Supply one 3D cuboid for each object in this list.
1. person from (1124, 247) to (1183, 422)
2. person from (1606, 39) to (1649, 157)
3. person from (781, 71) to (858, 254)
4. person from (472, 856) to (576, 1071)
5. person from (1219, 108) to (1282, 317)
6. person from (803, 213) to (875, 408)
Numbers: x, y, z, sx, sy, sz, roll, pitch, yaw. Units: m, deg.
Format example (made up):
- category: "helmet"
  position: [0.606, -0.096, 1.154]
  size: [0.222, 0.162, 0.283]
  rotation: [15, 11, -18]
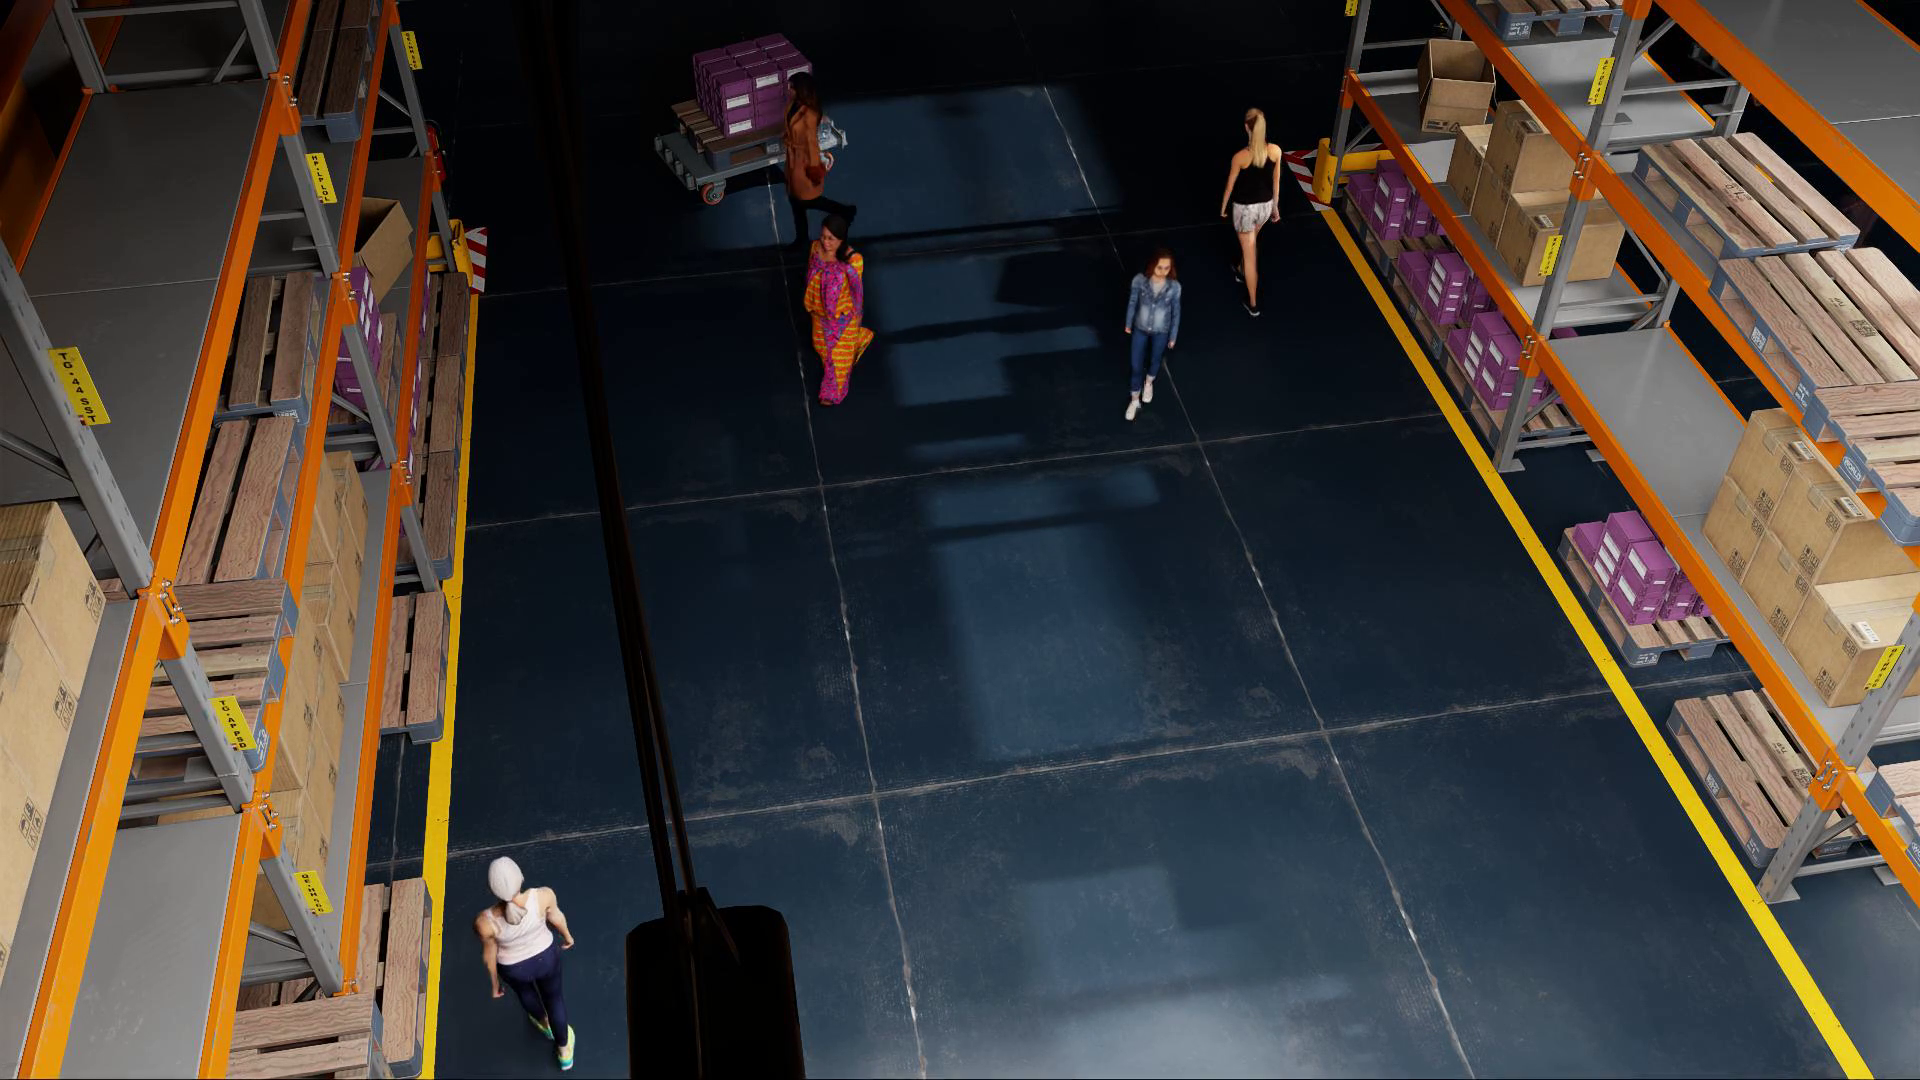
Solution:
- category: "person"
  position: [1.520, -1.708, 13.069]
  size: [0.727, 1.463, 0.848]
  rotation: [8, 44, 8]
- category: "person"
  position: [5.830, -3.567, 14.817]
  size: [0.915, 1.743, 1.208]
  rotation: [-23, 48, -23]
- category: "person"
  position: [-1.289, -3.299, 14.563]
  size: [0.906, 1.705, 0.958]
  rotation: [-18, 47, -18]
- category: "person"
  position: [-2.241, 2.279, 8.720]
  size: [0.756, 1.687, 0.813]
  rotation: [-18, 46, -18]
- category: "person"
  position: [2.461, -2.693, 13.851]
  size: [0.663, 1.809, 0.993]
  rotation: [-9, 44, -9]
- category: "person"
  position: [-0.957, -1.881, 13.107]
  size: [1.034, 1.660, 1.076]
  rotation: [27, 50, 25]
